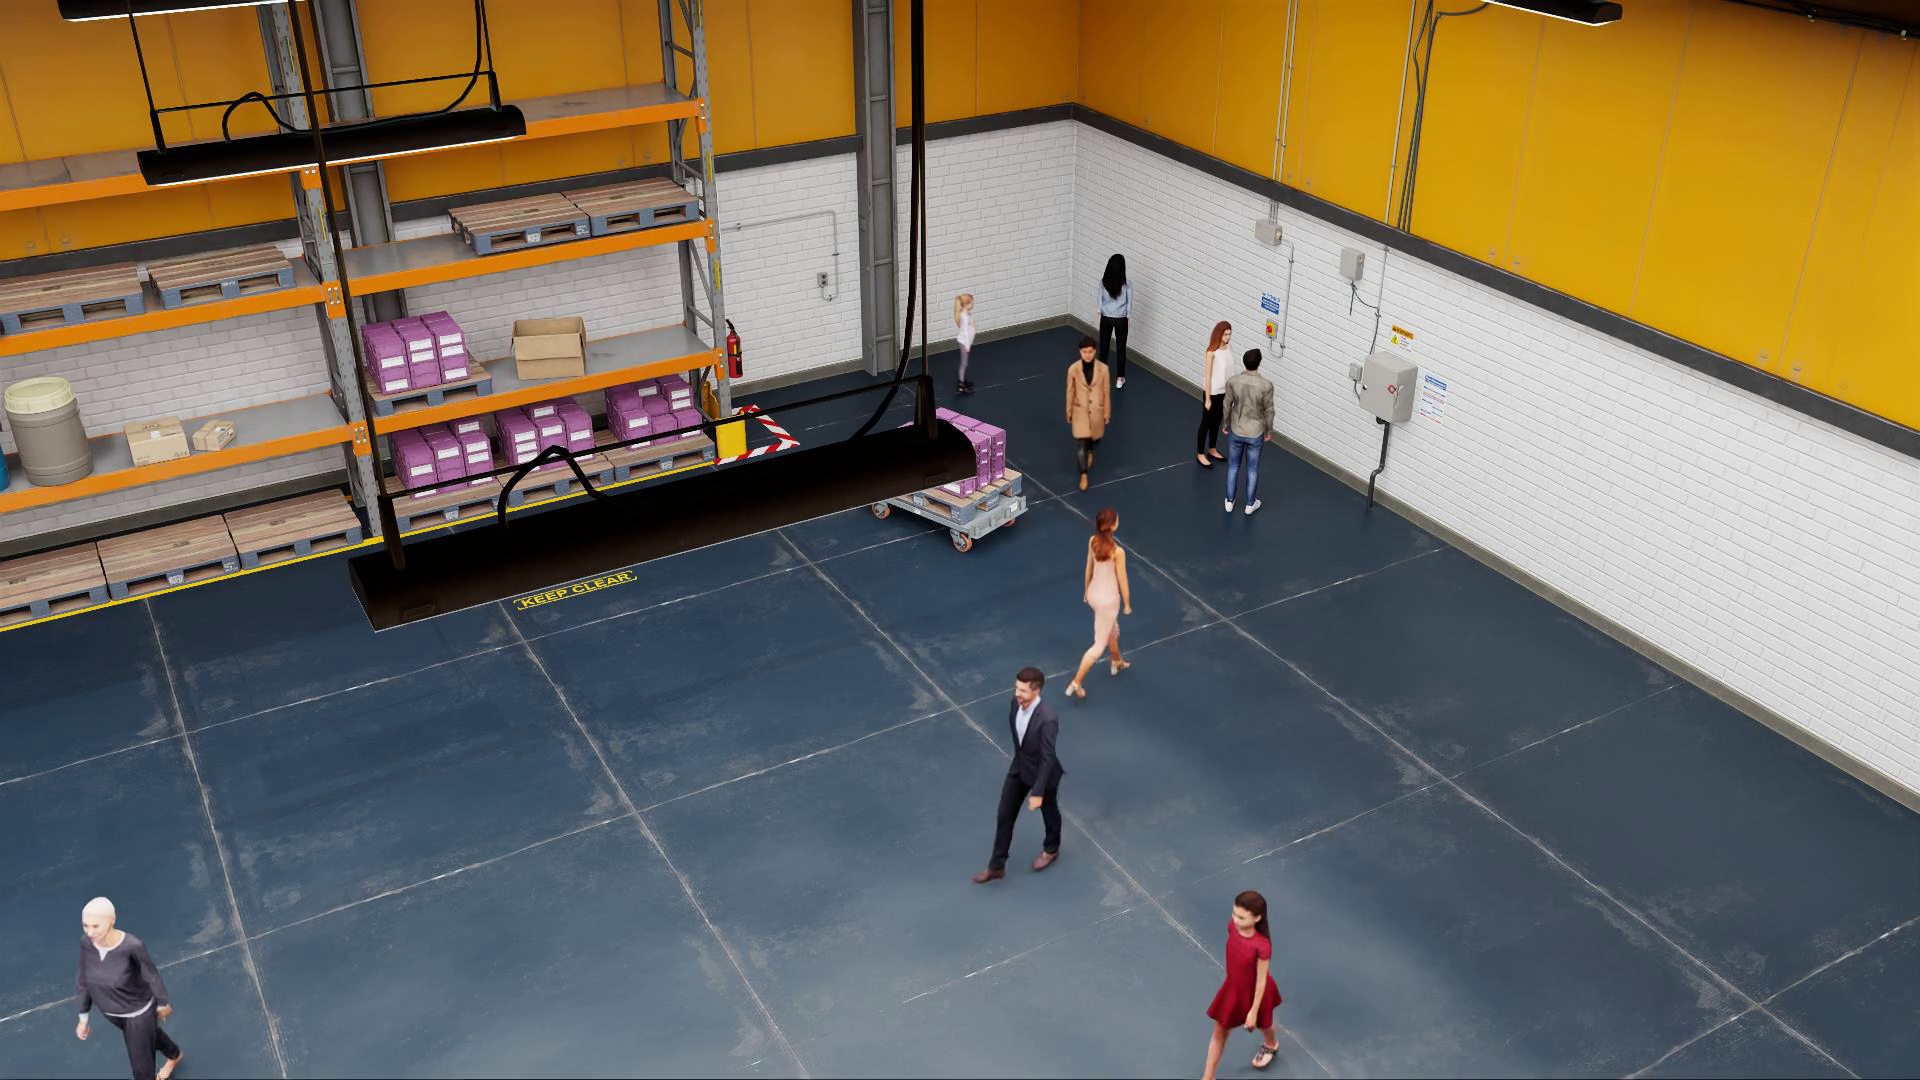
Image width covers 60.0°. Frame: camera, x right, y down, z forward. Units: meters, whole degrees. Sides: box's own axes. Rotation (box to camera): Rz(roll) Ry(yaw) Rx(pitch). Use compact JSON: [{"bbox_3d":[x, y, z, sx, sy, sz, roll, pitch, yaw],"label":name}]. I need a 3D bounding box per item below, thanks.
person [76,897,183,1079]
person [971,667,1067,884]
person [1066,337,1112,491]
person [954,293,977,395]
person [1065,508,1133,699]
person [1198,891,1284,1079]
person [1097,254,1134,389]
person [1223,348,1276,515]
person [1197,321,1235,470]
[{"bbox_3d":[-5.195,2.871,10.473,1.096,1.680,1.124,6,29,11],"label":"person"},{"bbox_3d":[0.614,1.719,12.428,0.805,1.831,1.091,25,38,38],"label":"person"},{"bbox_3d":[1.425,-1.455,18.386,1.084,1.698,1.040,1,29,2],"label":"person"},{"bbox_3d":[0.052,-2.458,20.665,0.595,1.276,0.559,0,29,0],"label":"person"},{"bbox_3d":[1.204,0.584,14.548,1.111,1.792,0.692,-19,34,-31],"label":"person"},{"bbox_3d":[1.897,2.858,10.670,1.086,1.516,0.695,-22,36,-35],"label":"person"},{"bbox_3d":[1.921,-2.736,20.723,0.666,1.709,0.738,5,29,10],"label":"person"},{"bbox_3d":[3.039,-1.152,17.656,0.789,1.865,0.829,9,30,17],"label":"person"},{"bbox_3d":[2.877,-1.662,18.746,0.516,1.717,0.686,-25,37,-38],"label":"person"}]
